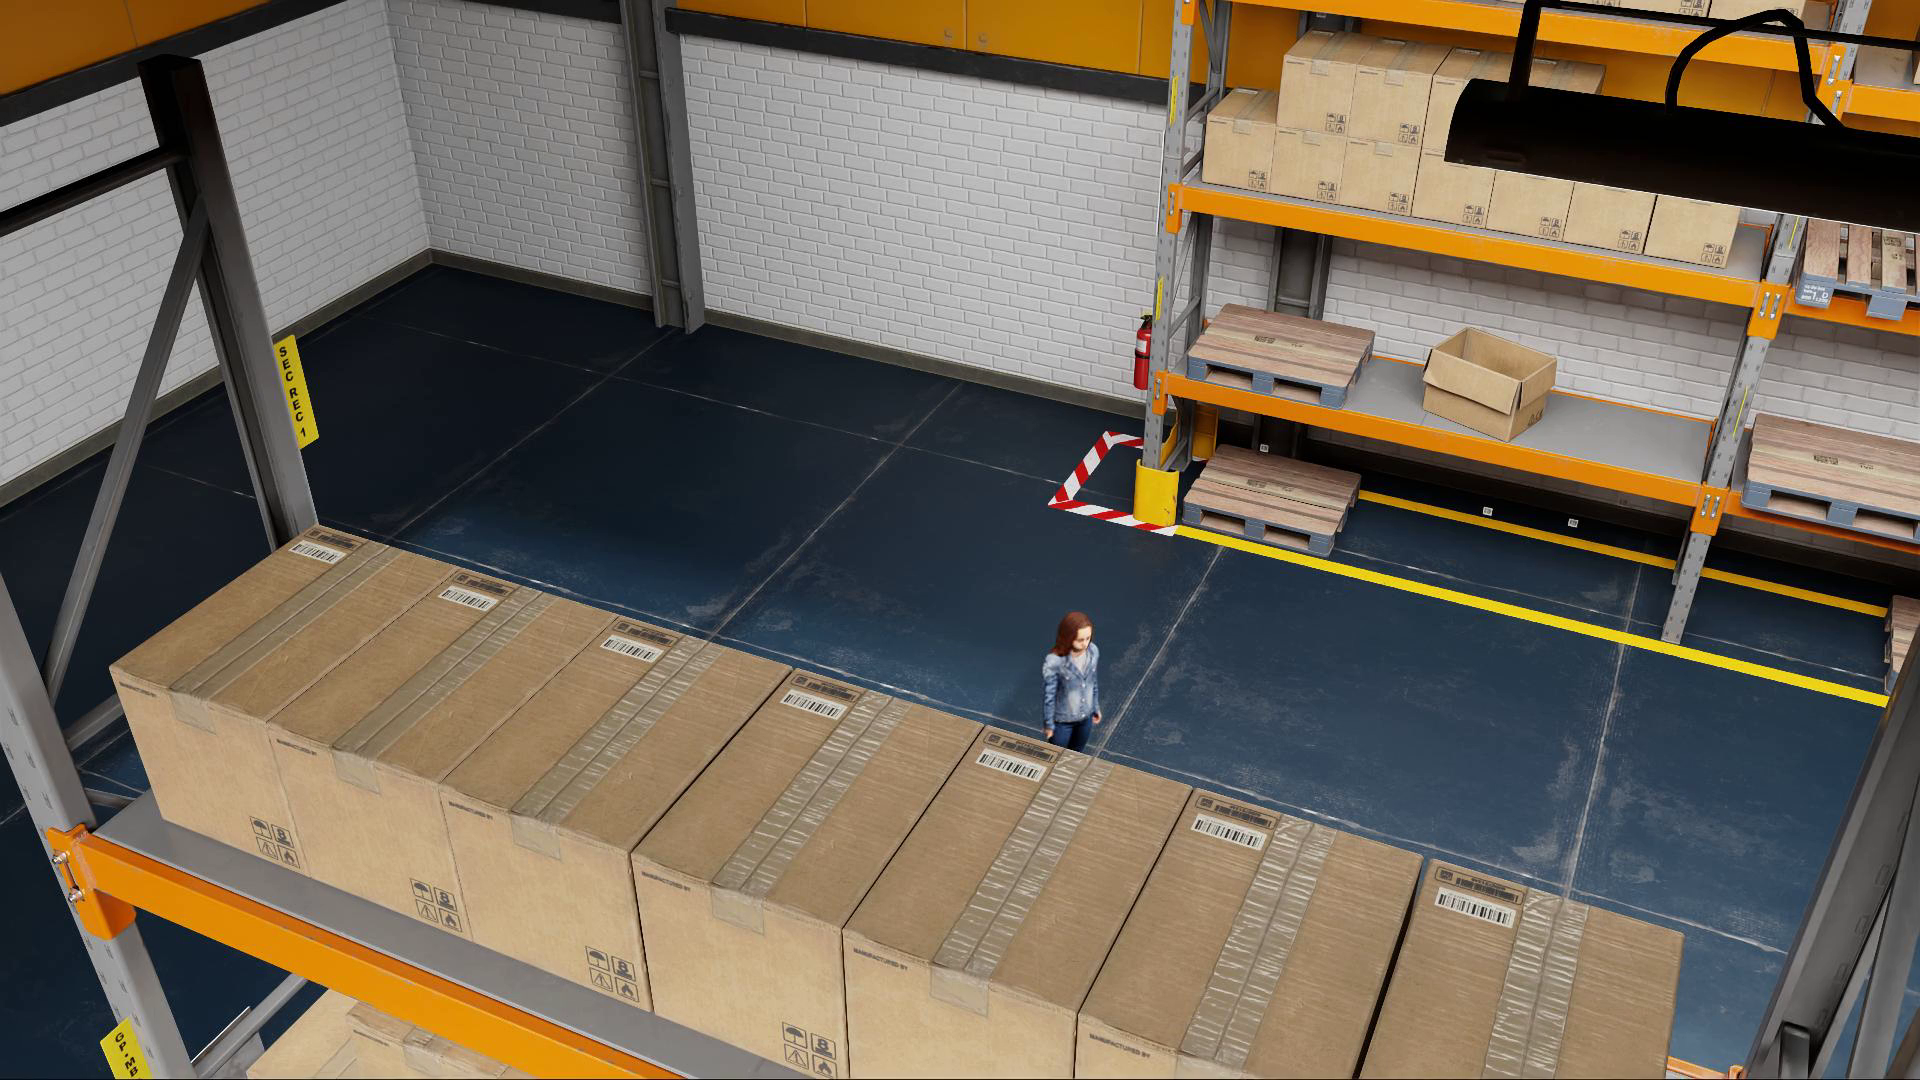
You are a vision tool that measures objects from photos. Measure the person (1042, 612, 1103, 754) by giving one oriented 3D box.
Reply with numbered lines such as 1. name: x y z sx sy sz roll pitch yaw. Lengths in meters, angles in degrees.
1. person: 0.671 1.054 10.178 0.640 1.478 0.652 -21 39 -28
